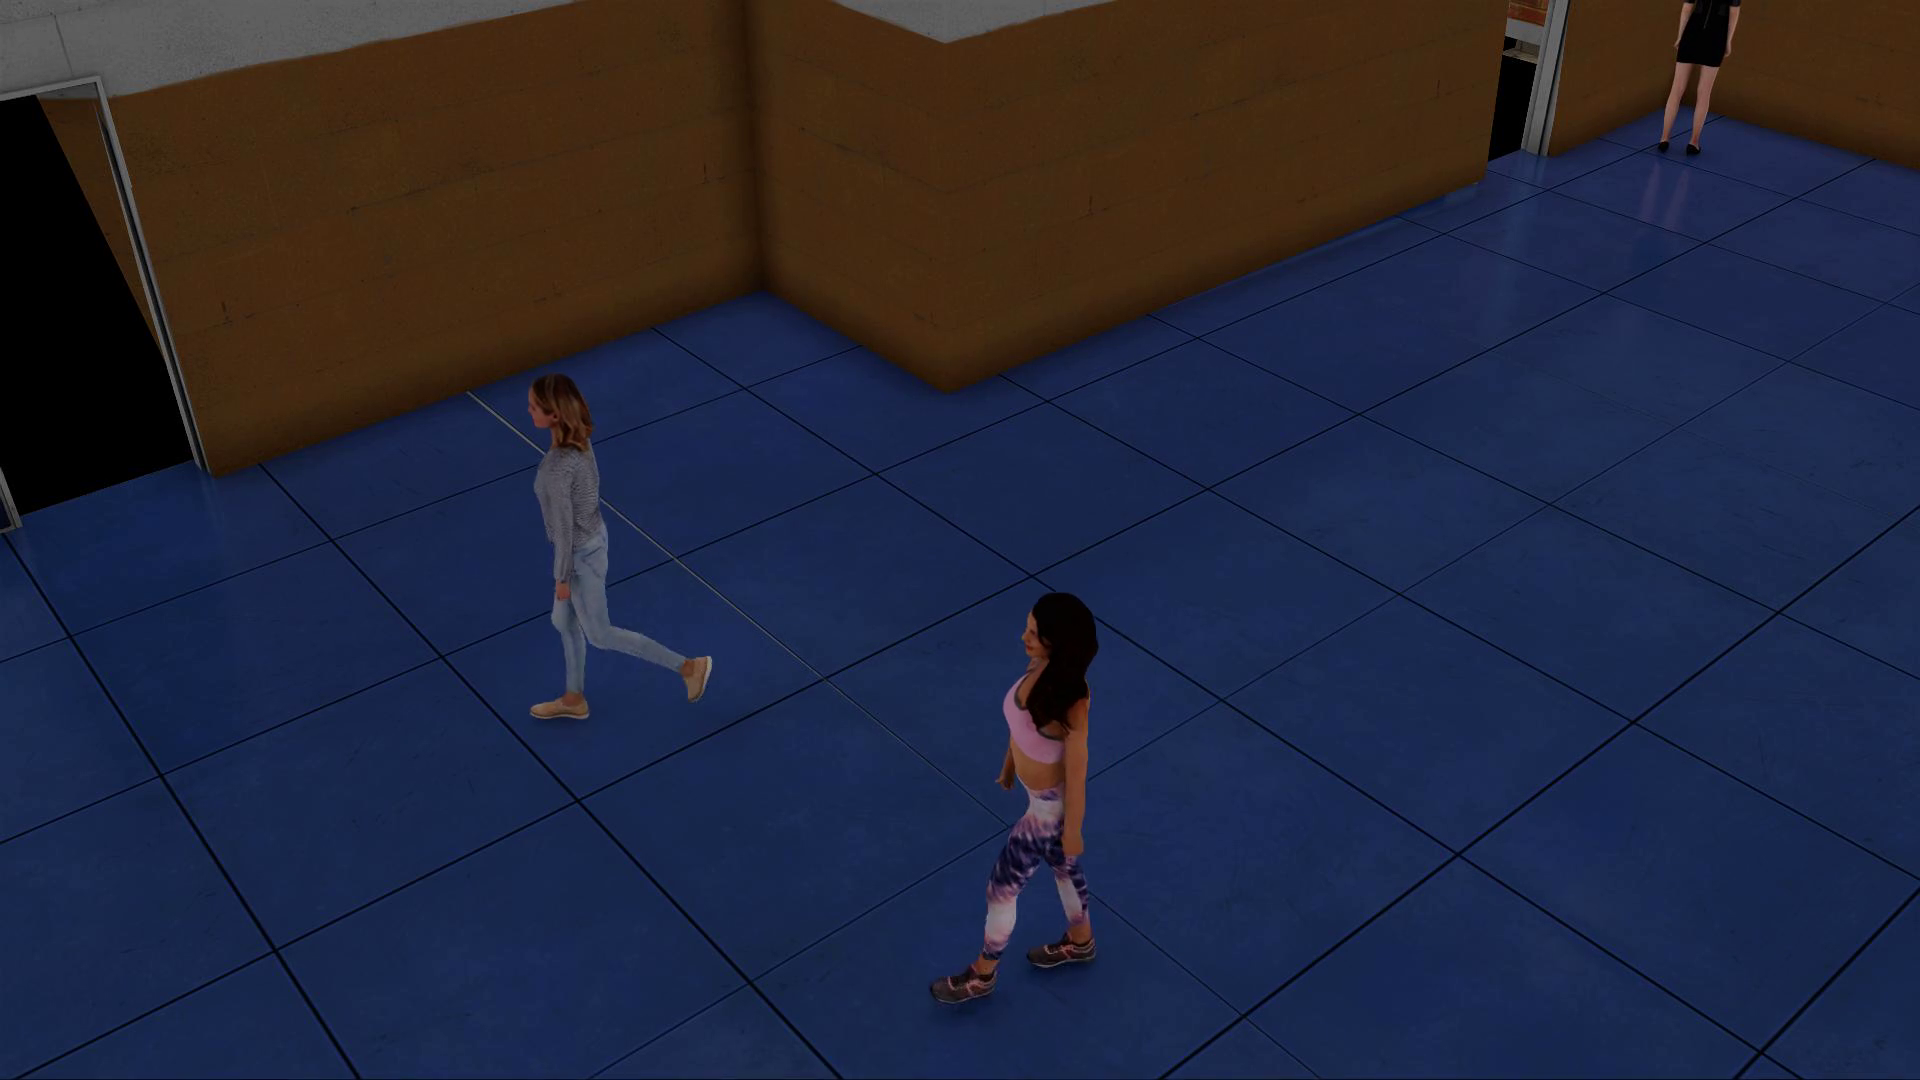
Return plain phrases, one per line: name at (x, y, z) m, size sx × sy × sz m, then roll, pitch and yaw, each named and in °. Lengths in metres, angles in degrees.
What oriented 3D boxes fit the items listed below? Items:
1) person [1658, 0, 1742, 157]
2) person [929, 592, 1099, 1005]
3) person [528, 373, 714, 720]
person at (5.928, -3.976, 13.258) m, size 0.556 × 1.830 × 0.701 m, roll 17°, pitch 37°, yaw 24°
person at (0.402, 0.921, 5.970) m, size 0.917 × 1.748 × 0.951 m, roll -6°, pitch 34°, yaw -9°
person at (-1.545, 0.085, 7.207) m, size 1.097 × 1.771 × 1.094 m, roll 0°, pitch 34°, yaw 0°
